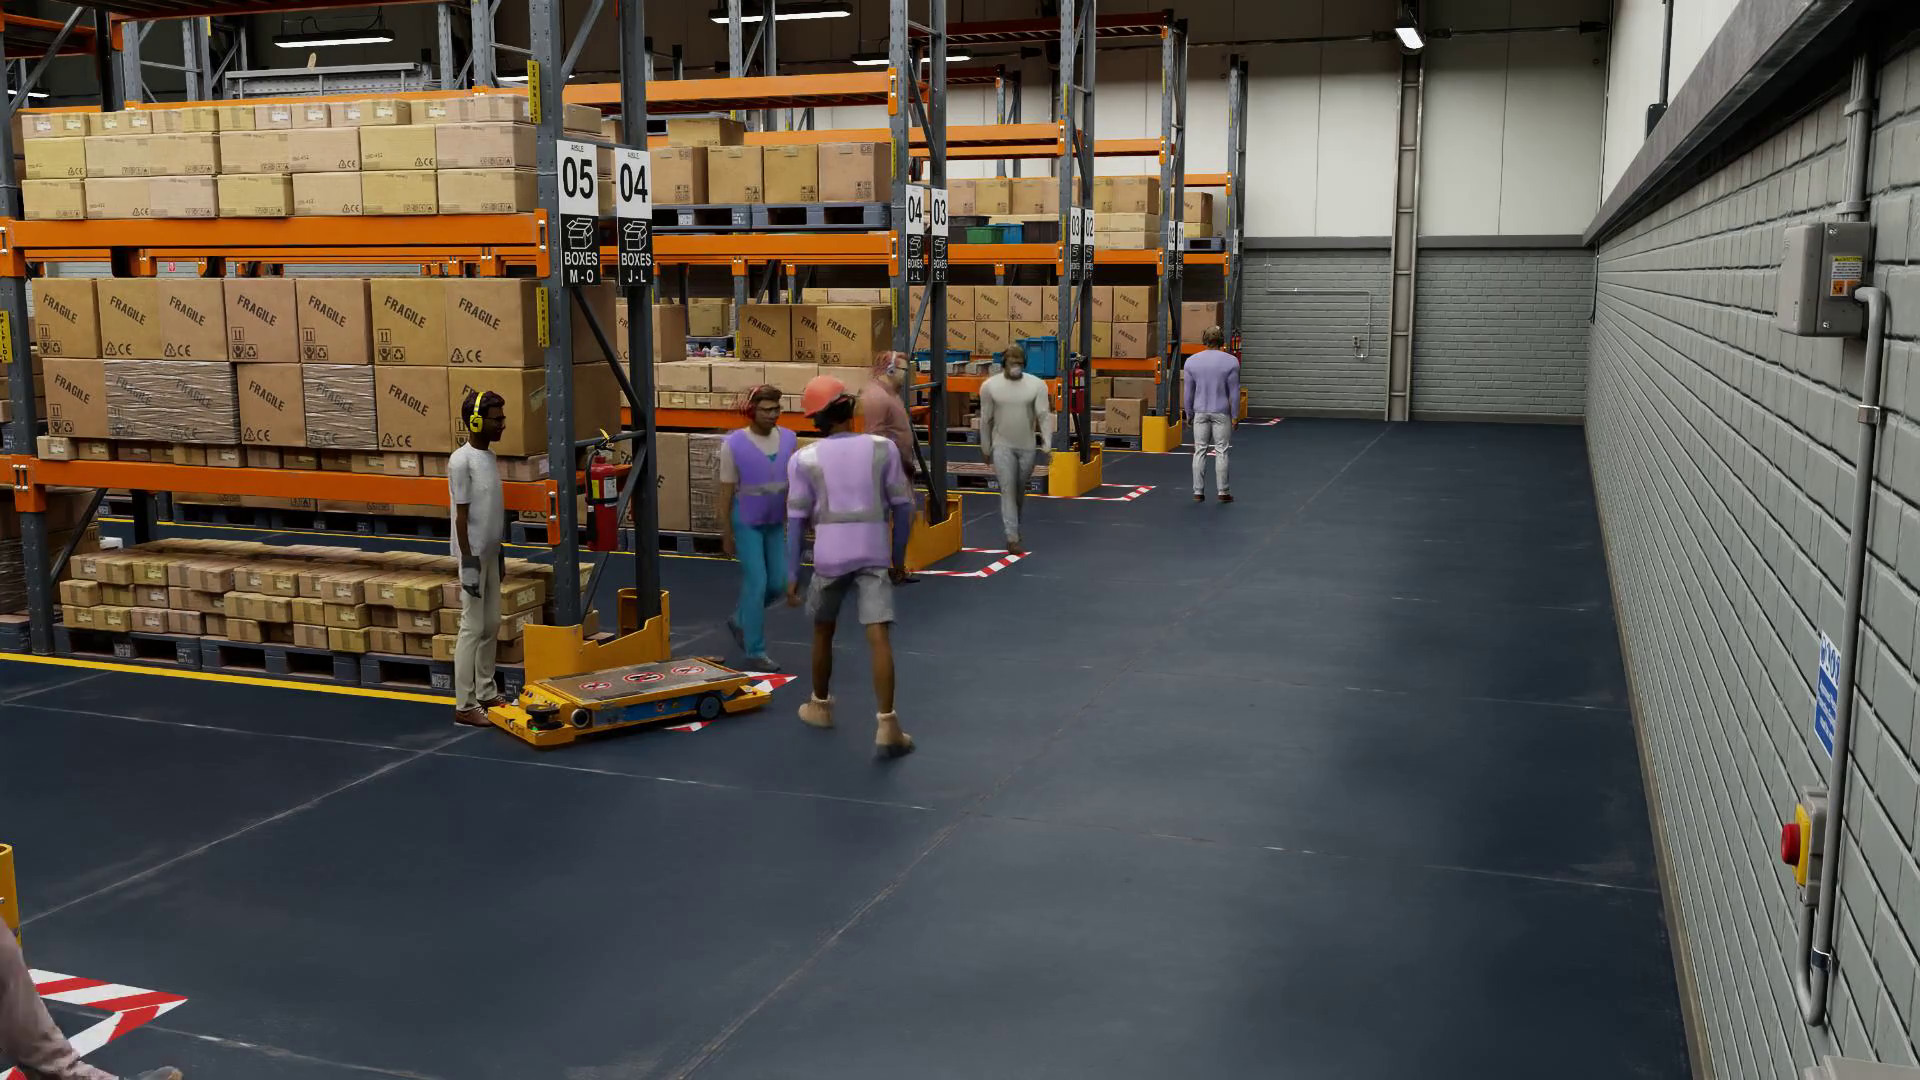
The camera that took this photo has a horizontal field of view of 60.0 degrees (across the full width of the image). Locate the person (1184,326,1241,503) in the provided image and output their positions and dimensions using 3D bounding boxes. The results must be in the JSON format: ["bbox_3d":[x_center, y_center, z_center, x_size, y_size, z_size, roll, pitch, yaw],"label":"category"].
[{"bbox_3d":[2.751,-1.364,18.152,0.628,1.940,0.373,4,10,21],"label":"person"}]

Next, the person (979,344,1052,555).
[{"bbox_3d":[0.489,-0.852,15.165,0.636,1.894,1.024,-1,9,-5],"label":"person"}]

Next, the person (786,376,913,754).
[{"bbox_3d":[-0.583,0.122,8.839,0.659,1.975,0.953,-1,9,-8],"label":"person"}]

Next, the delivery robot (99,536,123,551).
[{"bbox_3d":[-6.979,0.083,13.136,0.707,0.478,0.477,4,10,21],"label":"delivery robot"}]

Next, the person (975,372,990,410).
[{"bbox_3d":[0.625,-2.572,25.539,1.015,1.986,0.623,4,10,24],"label":"person"}]

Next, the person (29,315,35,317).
[{"bbox_3d":[-19.919,-4.073,36.039,0.531,1.617,0.504,8,12,40],"label":"person"}]

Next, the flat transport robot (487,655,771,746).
[{"bbox_3d":[-1.845,0.879,9.343,1.431,0.197,0.652,-7,11,-37],"label":"flat transport robot"}]

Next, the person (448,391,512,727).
[{"bbox_3d":[-2.653,0.105,9.242,0.325,1.860,0.515,1,9,8],"label":"person"}]

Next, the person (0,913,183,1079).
[{"bbox_3d":[-2.705,0.833,4.440,1.037,1.928,0.663,-3,10,-19],"label":"person"}]

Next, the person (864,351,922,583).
[{"bbox_3d":[-0.509,-0.595,13.555,0.645,1.878,0.640,0,9,1],"label":"person"}]

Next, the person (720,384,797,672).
[{"bbox_3d":[-1.300,-0.089,10.571,0.549,1.819,0.612,8,12,41],"label":"person"}]
